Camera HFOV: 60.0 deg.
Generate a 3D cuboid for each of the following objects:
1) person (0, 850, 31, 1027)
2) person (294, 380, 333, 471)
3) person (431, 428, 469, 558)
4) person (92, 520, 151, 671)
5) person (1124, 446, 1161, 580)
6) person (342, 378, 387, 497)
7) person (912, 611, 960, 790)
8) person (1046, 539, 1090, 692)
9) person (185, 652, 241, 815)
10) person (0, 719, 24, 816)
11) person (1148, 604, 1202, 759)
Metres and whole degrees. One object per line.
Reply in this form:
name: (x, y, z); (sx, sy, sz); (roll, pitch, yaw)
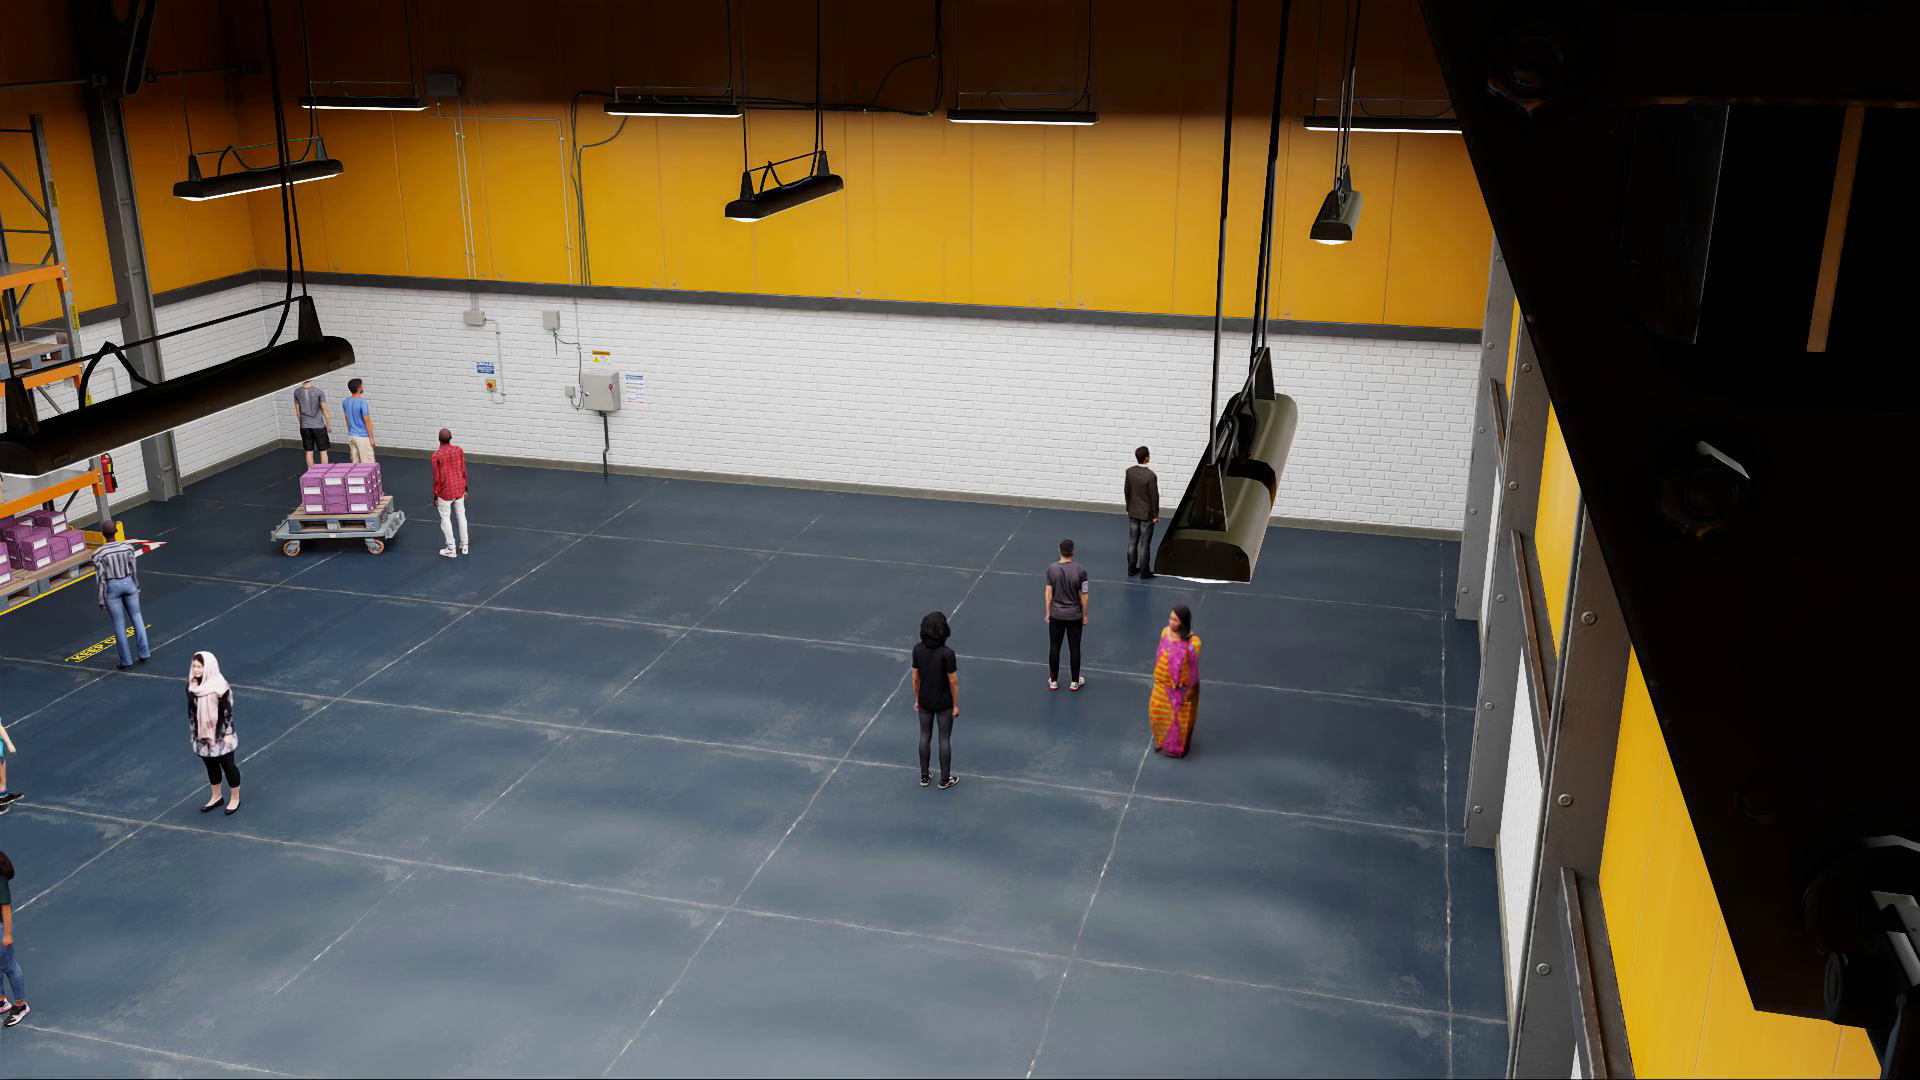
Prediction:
person: (-7.378, 2.921, 12.654); (0.602, 1.617, 0.595); (6, 20, 18)
person: (-10.229, -1.801, 26.277); (0.713, 1.871, 0.643); (0, 19, 0)
person: (-7.054, -0.679, 23.026); (0.705, 1.820, 0.818); (-17, 25, -41)
person: (-9.681, 0.626, 19.189); (0.754, 1.796, 0.614); (15, 24, 38)
person: (2.419, -0.380, 22.162); (0.747, 1.805, 0.713); (16, 24, 39)
person: (-9.241, -1.573, 25.615); (0.685, 1.863, 0.611); (9, 20, 24)
person: (-0.246, 1.564, 16.342); (0.657, 1.836, 0.570); (8, 20, 22)
person: (1.183, 0.834, 18.619); (0.644, 1.765, 0.558); (3, 19, 10)
person: (-7.129, 1.820, 15.891); (0.615, 1.638, 0.603); (4, 19, 13)
person: (-9.281, 1.969, 15.769); (0.610, 1.434, 0.722); (10, 21, 28)
person: (2.263, 1.418, 17.047); (0.814, 1.663, 0.876); (17, 25, 41)
